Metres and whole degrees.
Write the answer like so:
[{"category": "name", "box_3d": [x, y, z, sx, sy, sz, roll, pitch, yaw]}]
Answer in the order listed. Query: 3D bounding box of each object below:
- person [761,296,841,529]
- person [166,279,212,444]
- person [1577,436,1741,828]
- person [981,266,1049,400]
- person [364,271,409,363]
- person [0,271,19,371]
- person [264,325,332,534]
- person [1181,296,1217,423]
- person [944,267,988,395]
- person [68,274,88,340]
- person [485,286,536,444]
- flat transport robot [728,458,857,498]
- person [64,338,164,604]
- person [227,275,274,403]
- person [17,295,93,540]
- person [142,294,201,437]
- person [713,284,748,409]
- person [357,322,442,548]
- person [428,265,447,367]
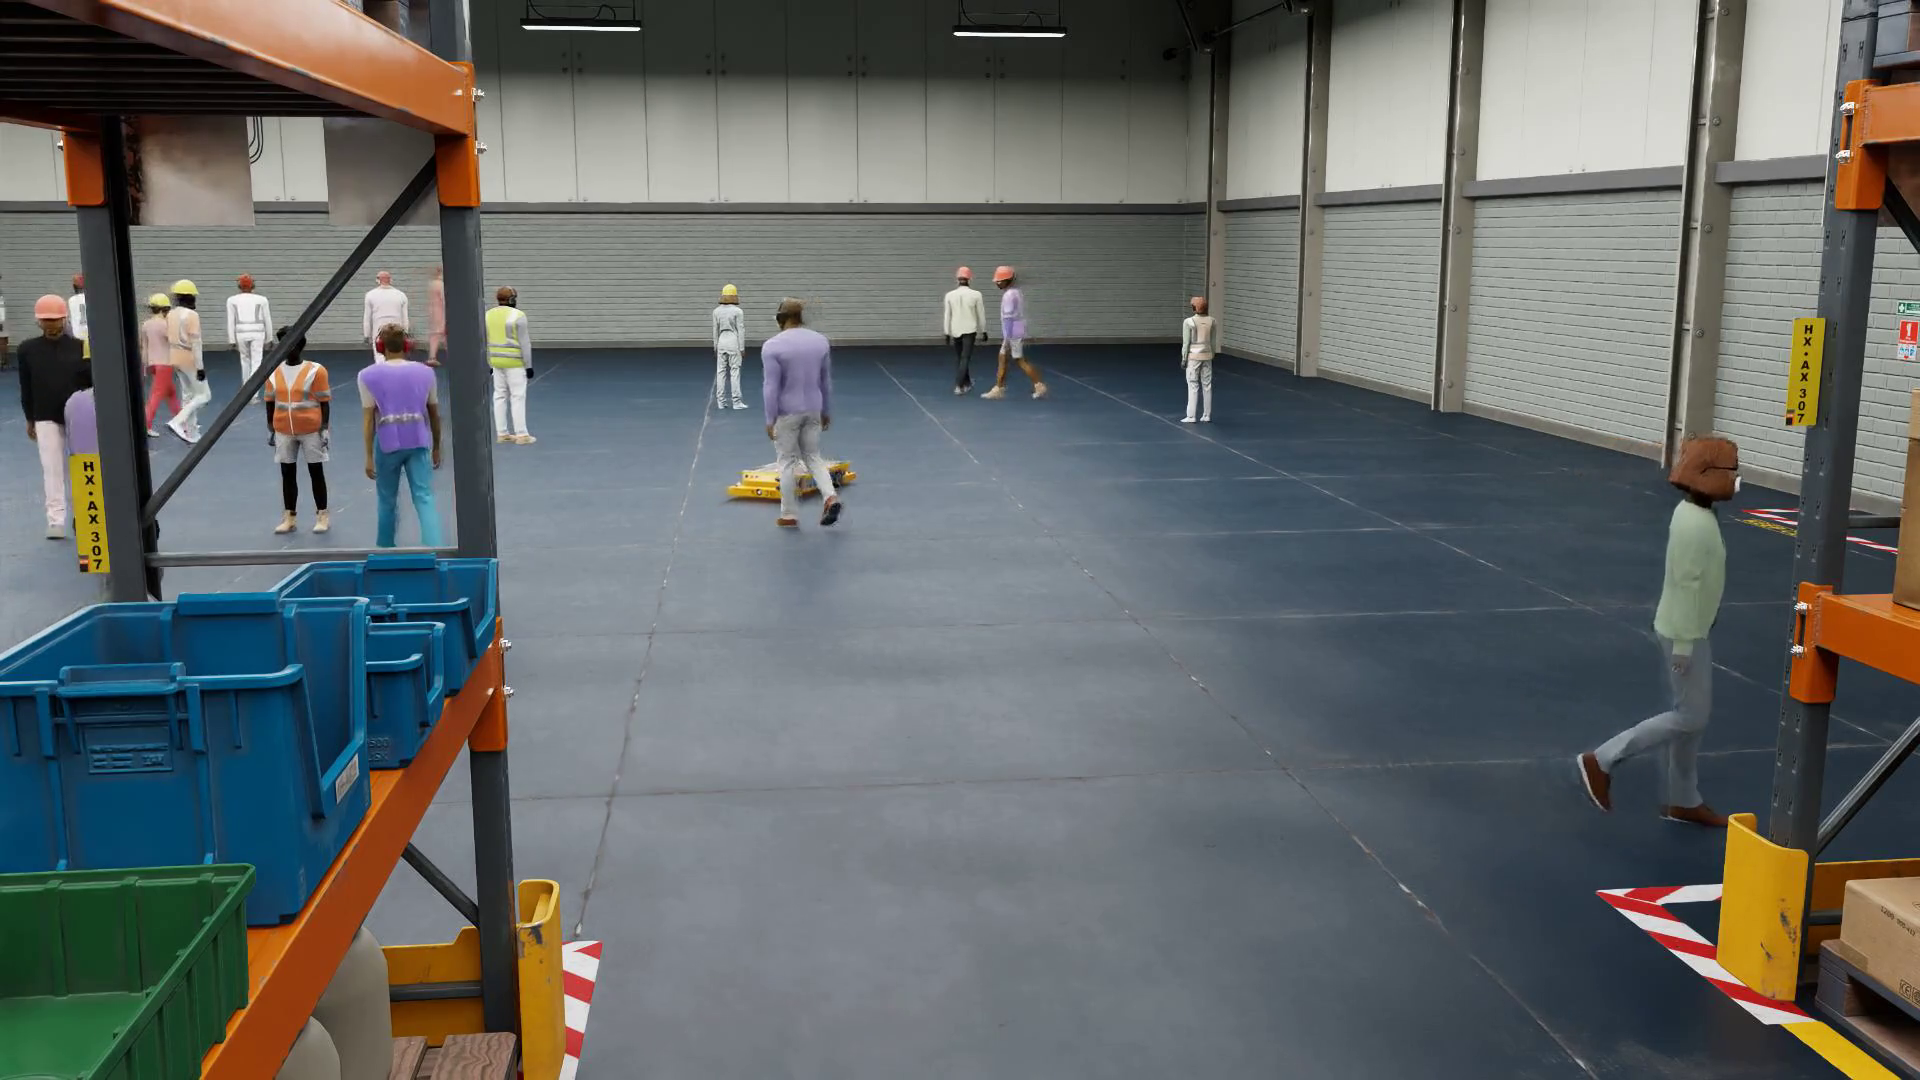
[{"category": "person", "box_3d": [-1.277, -1.018, 13.571, 0.655, 1.927, 0.633, -8, 13, -36]}, {"category": "person", "box_3d": [-8.941, -2.043, 19.207, 0.609, 1.914, 0.496, 8, 13, 37]}, {"category": "person", "box_3d": [2.886, 0.378, 6.751, 0.527, 1.622, 0.505, 5, 11, 25]}, {"category": "person", "box_3d": [0.841, -3.038, 24.516, 0.988, 1.991, 0.614, 1, 10, 4]}, {"category": "person", "box_3d": [-8.782, -3.176, 25.524, 0.666, 1.879, 0.709, -6, 12, -29]}, {"category": "person", "box_3d": [-17.270, -3.947, 29.651, 0.671, 1.920, 0.550, -9, 14, -42]}, {"category": "person", "box_3d": [-5.365, -0.889, 13.488, 0.540, 1.695, 0.317, 0, 10, 0]}, {"category": "person", "box_3d": [3.089, -2.326, 21.523, 0.522, 1.640, 0.306, -5, 12, -27]}, {"category": "person", "box_3d": [0.076, -3.205, 25.541, 0.614, 1.947, 1.040, 5, 11, 25]}, {"category": "person", "box_3d": [-12.780, -2.927, 24.201, 0.748, 1.854, 0.595, 4, 11, 19]}, {"category": "person", "box_3d": [-5.253, -2.035, 19.407, 0.626, 1.841, 0.429, 5, 12, 28]}, {"category": "flat transport robot", "box_3d": [-1.572, -0.598, 15.804, 0.652, 0.197, 1.431, 4, 11, 21]}, {"category": "person", "box_3d": [-4.669, -0.196, 9.107, 0.607, 1.909, 0.539, 6, 12, 30]}, {"category": "person", "box_3d": [-10.336, -2.937, 24.289, 0.573, 1.840, 0.955, -2, 10, -10]}, {"category": "person", "box_3d": [-7.304, -1.023, 13.564, 0.631, 1.943, 1.049, -3, 11, -17]}, {"category": "person", "box_3d": [-9.664, -2.119, 20.170, 0.540, 1.719, 0.901, 6, 12, 28]}, {"category": "person", "box_3d": [-3.219, -2.708, 23.337, 0.492, 1.741, 0.324, 5, 11, 24]}, {"category": "person", "box_3d": [-3.995, -0.659, 11.956, 0.587, 1.803, 0.970, -8, 13, -37]}, {"category": "person", "box_3d": [-9.496, -4.150, 30.886, 0.946, 1.860, 0.663, -5, 11, -25]}]
